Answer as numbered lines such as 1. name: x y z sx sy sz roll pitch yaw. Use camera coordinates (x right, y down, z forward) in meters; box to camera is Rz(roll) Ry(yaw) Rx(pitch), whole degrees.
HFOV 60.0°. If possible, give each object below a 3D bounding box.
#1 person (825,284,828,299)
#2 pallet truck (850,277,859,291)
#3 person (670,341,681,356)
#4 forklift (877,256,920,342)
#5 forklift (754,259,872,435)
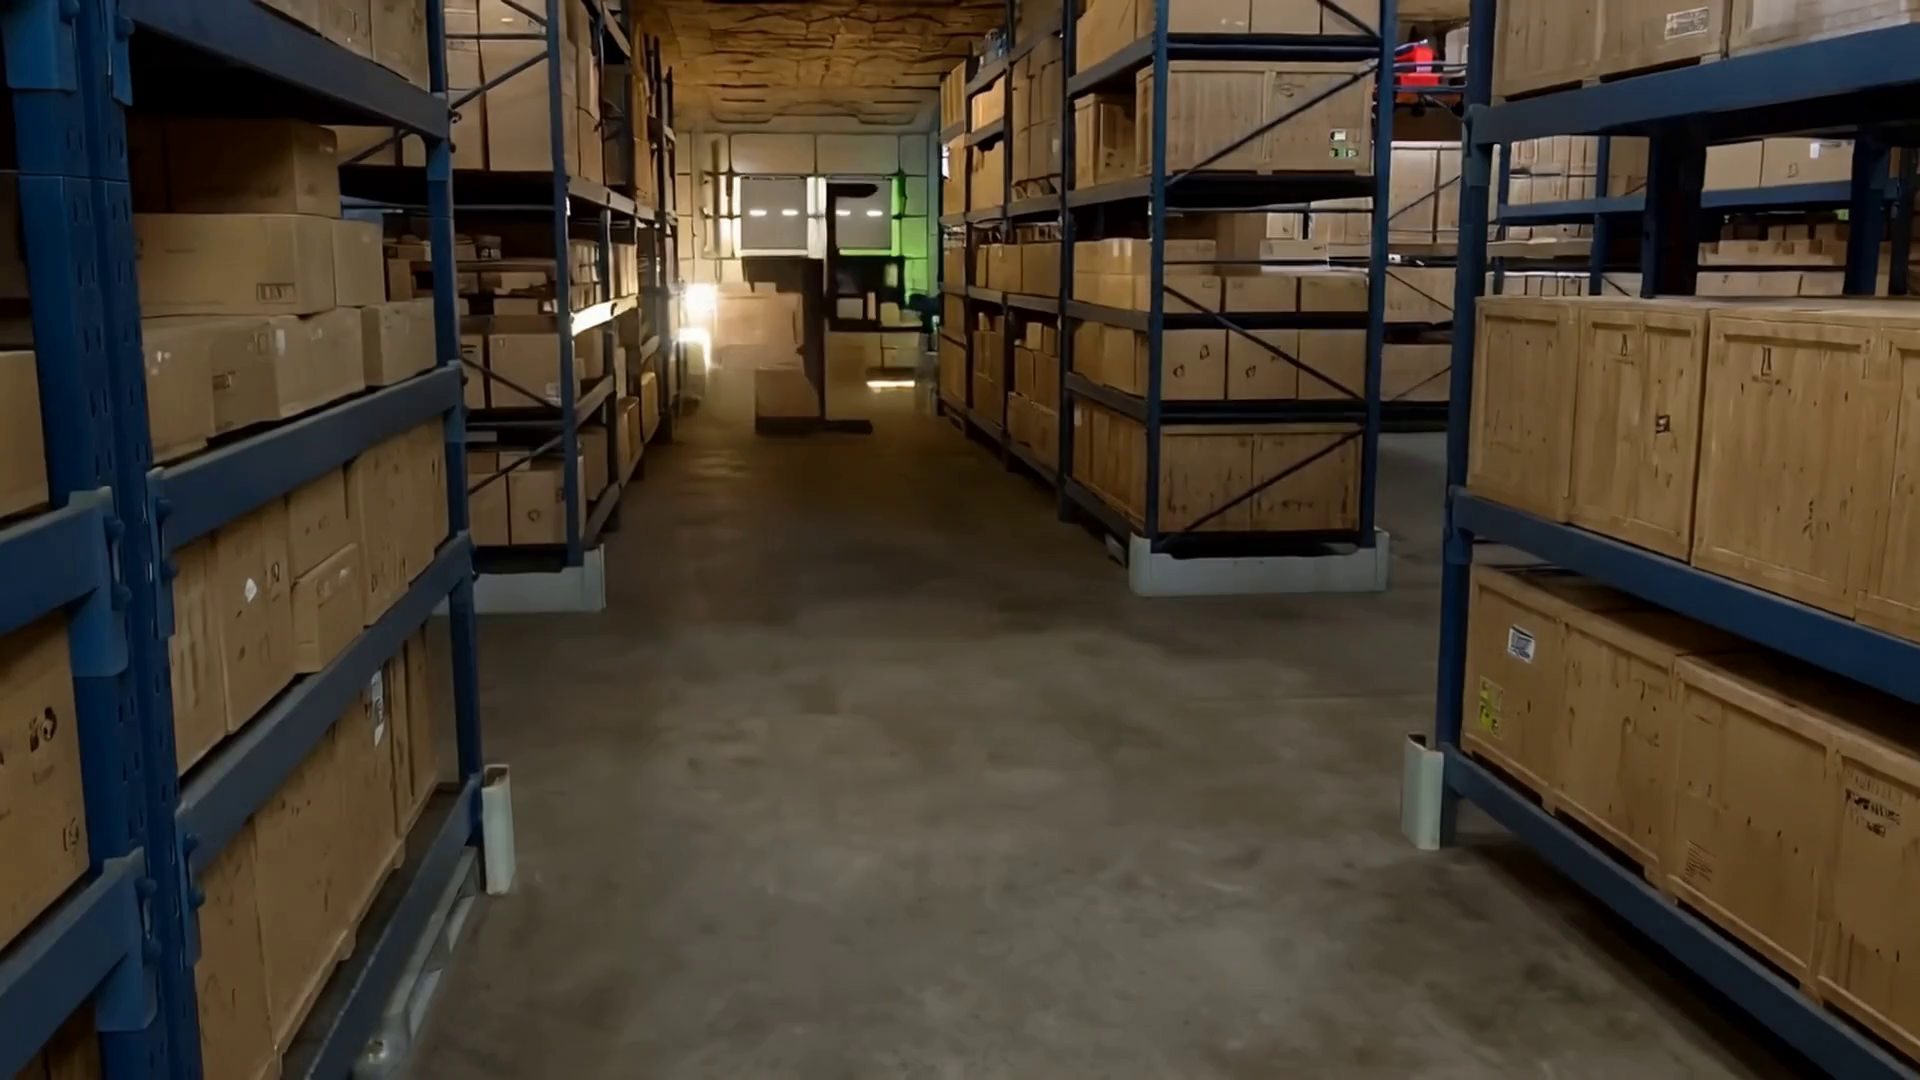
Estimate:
1. person: -4.294 -7.423 54.543 0.638 1.932 0.363 1 10 7
2. pallet truck: -3.782 -9.391 65.808 1.885 1.965 0.823 2 10 10
3. person: -5.654 -3.460 32.352 0.559 1.618 0.551 4 10 21
4. forklift: -2.225 -7.845 54.237 1.129 2.768 1.873 -6 12 -33
5. forklift: -2.383 -3.139 26.838 1.873 2.768 1.129 -1 10 -5
